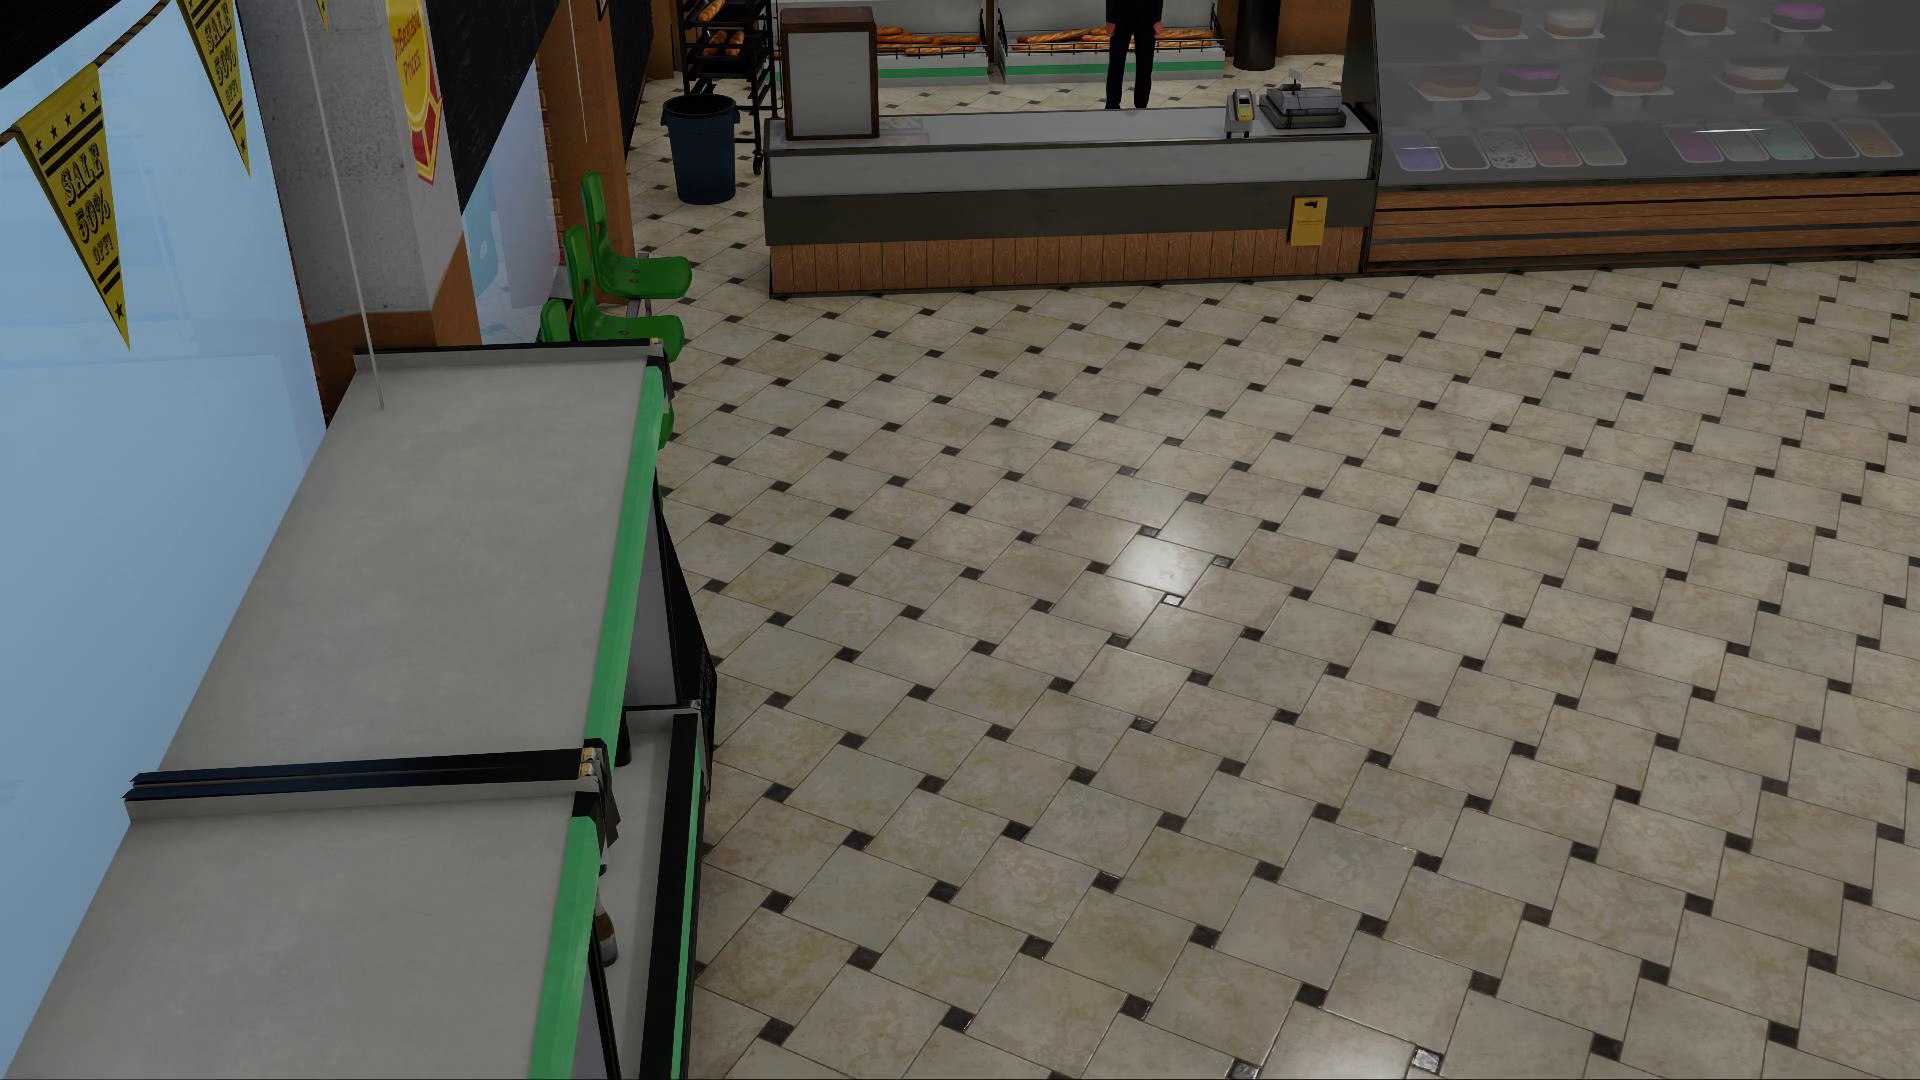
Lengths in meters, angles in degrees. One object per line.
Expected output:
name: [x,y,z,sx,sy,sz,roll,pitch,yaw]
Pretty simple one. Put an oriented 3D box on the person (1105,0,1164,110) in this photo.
person: [1.415,-4.247,13.479,0.614,1.868,0.566,-3,32,-4]
